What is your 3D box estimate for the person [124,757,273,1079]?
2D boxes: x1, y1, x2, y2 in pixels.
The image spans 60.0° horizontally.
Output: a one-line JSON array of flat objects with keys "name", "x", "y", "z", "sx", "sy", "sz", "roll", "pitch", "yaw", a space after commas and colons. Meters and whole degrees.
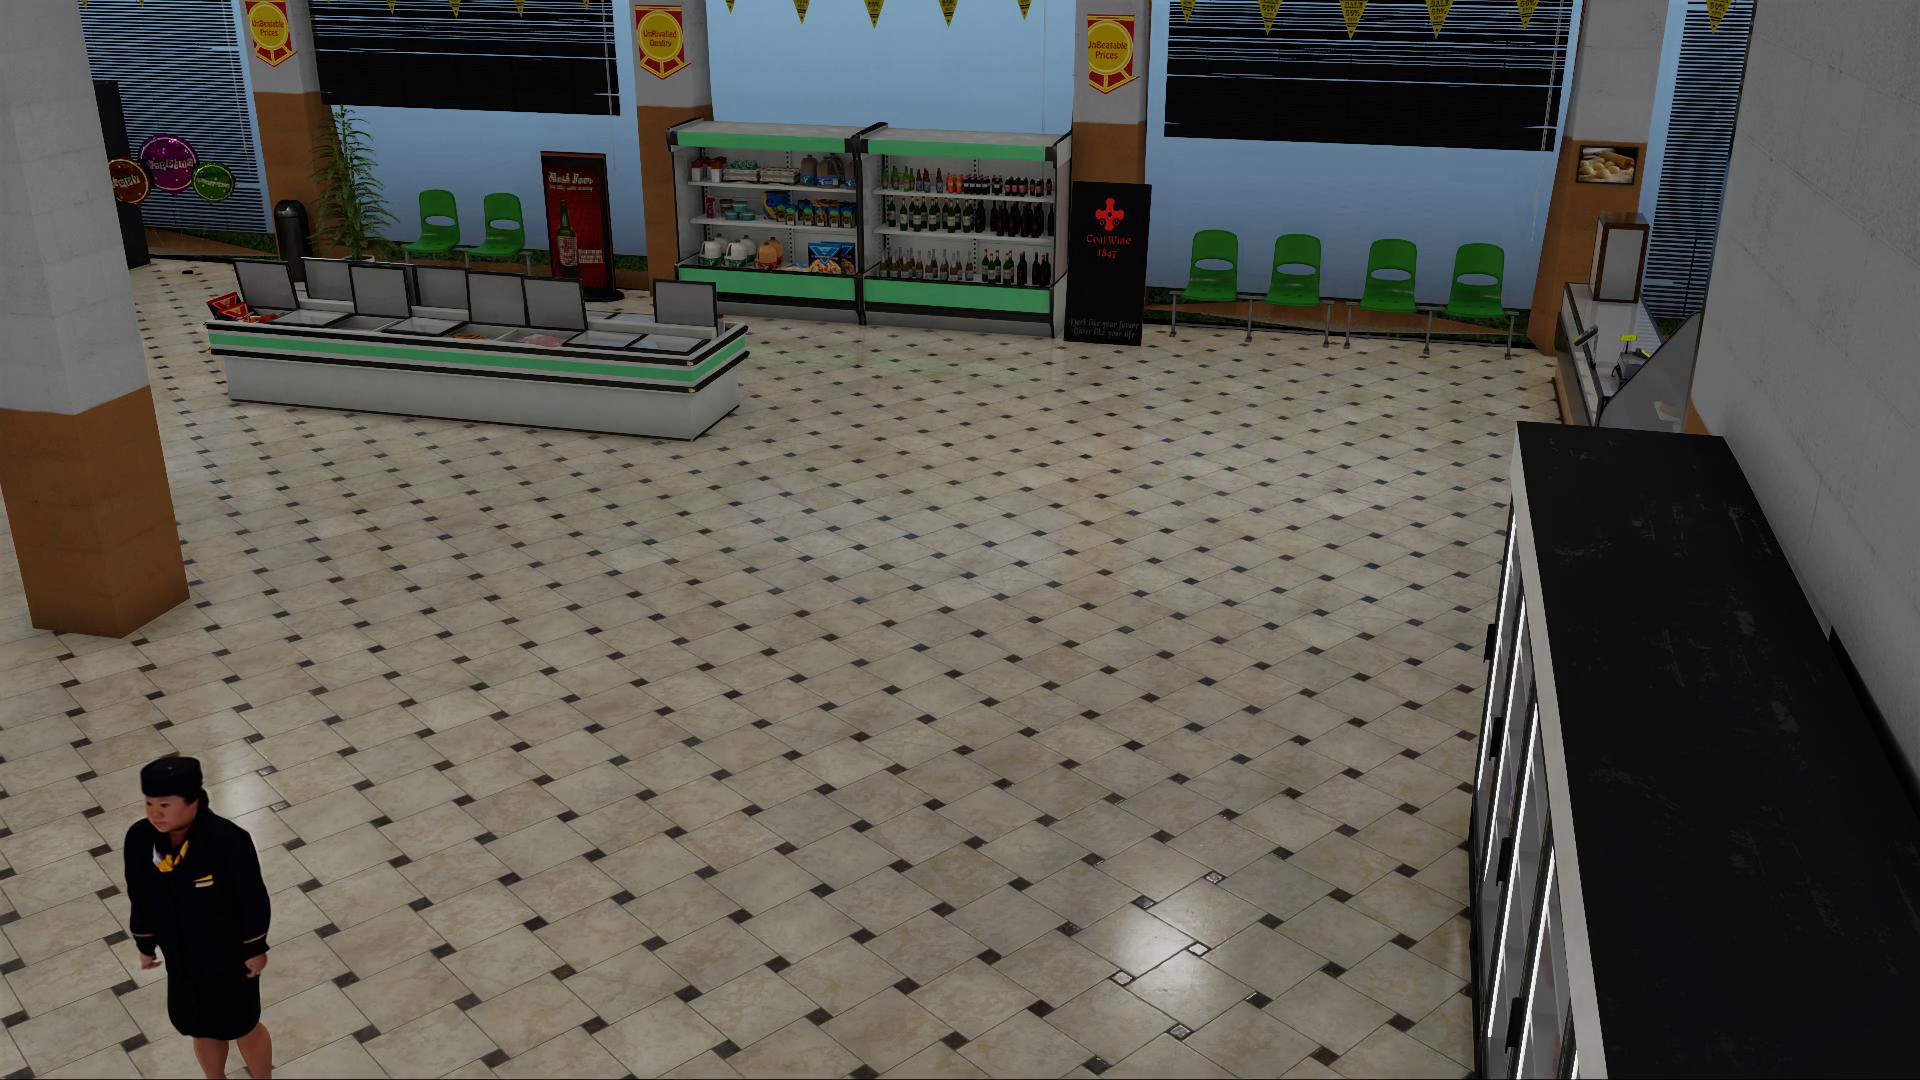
[{"name": "person", "x": -2.910, "y": 1.594, "z": 6.451, "sx": 0.601, "sy": 1.671, "sz": 0.789, "roll": 3, "pitch": 22, "yaw": 7}]
